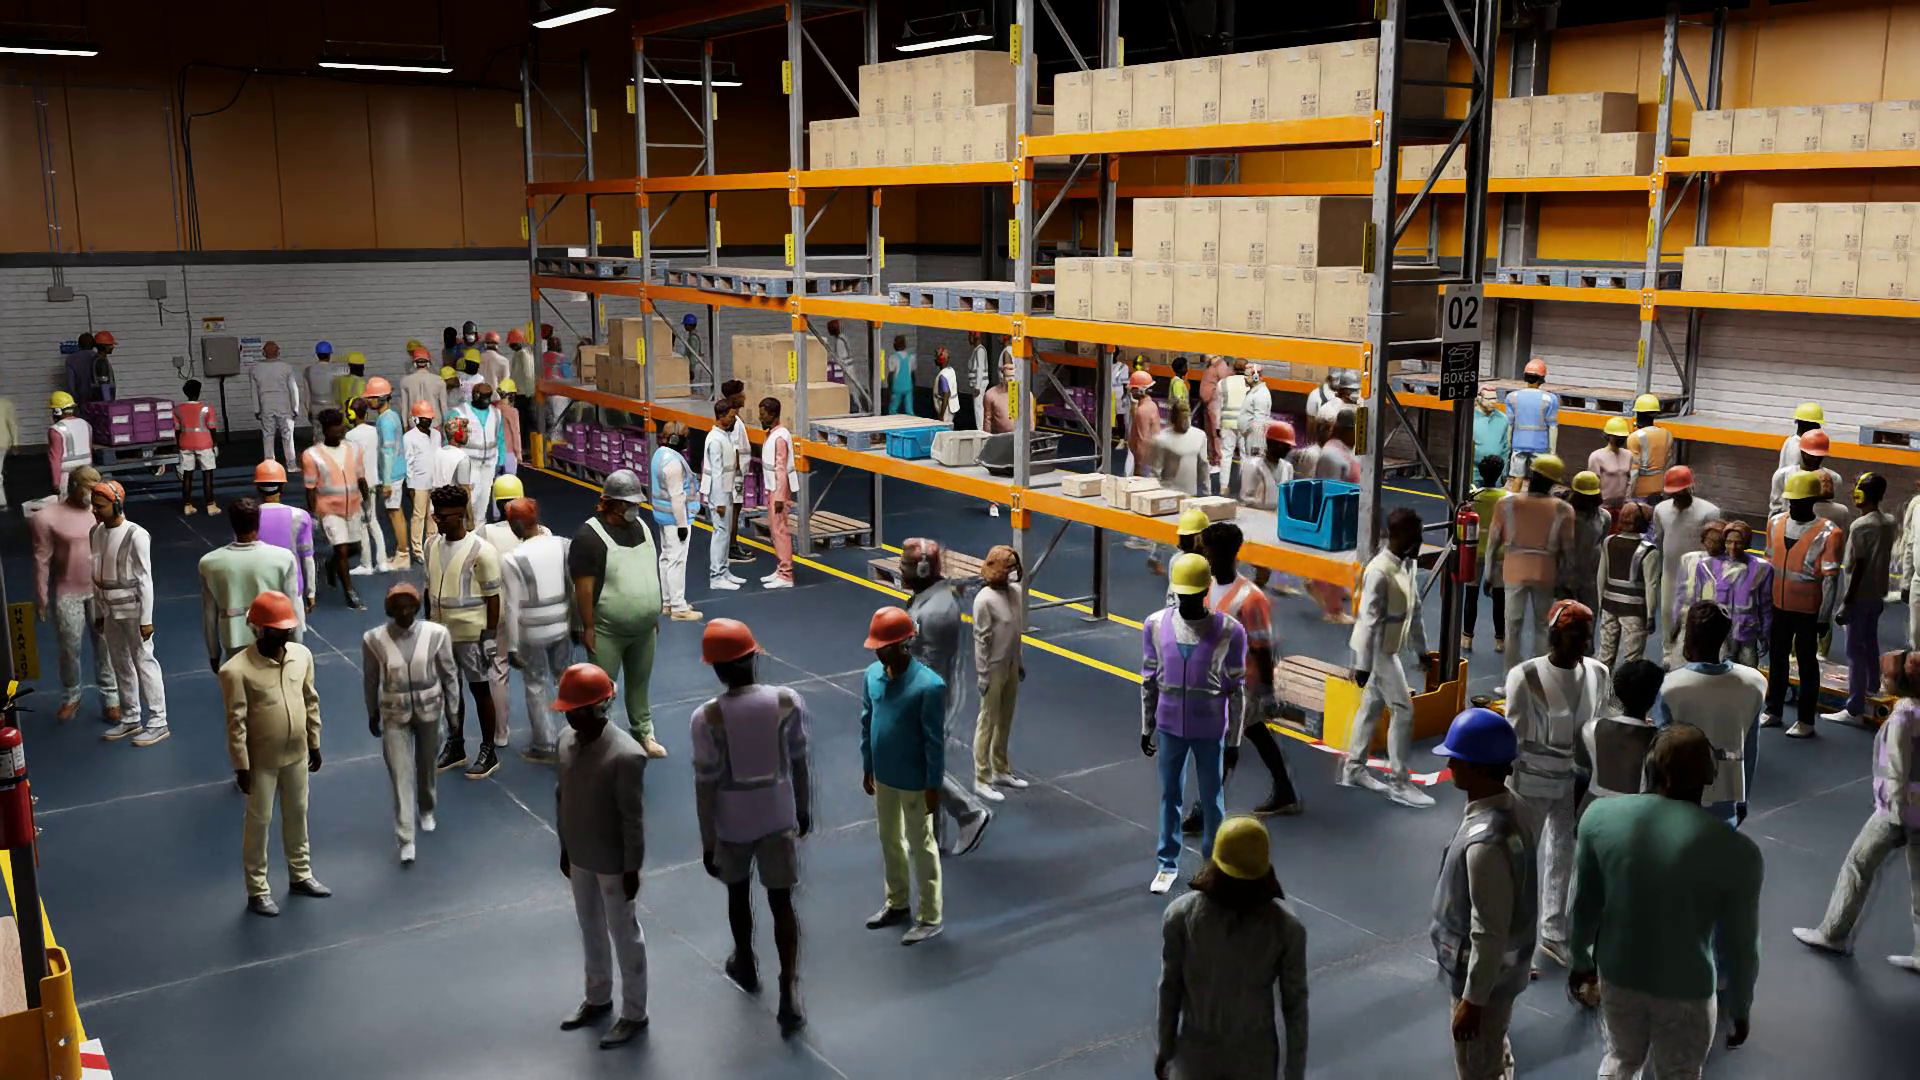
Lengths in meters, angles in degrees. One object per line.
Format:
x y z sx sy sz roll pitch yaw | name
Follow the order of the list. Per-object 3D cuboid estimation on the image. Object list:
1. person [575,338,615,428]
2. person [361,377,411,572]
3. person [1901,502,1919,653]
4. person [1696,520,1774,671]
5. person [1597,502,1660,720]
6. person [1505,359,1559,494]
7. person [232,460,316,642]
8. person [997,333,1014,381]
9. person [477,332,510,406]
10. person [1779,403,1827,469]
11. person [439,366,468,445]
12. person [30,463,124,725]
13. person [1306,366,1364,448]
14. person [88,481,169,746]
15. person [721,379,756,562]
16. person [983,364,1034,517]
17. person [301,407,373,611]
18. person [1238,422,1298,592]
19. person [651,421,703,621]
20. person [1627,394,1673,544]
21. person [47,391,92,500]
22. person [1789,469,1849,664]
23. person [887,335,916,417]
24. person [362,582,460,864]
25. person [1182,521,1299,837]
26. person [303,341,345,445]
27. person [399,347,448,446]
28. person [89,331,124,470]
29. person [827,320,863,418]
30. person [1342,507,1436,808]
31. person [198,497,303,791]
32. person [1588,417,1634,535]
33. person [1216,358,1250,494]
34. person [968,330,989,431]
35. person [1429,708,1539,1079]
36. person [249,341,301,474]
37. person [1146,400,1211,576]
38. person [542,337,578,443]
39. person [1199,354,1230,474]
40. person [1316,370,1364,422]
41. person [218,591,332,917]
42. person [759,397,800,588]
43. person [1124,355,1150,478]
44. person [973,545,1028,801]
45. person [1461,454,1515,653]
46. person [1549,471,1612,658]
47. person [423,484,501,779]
-6.340 -2.660 28.602 0.797 1.596 0.506 6 13 28 | person
-5.993 -0.684 17.381 0.406 2.034 0.608 -3 12 -17 | person
7.331 0.349 12.449 0.403 1.897 0.654 -4 12 -21 | person
5.316 0.666 11.500 0.524 1.631 0.318 5 12 24 | person
4.871 0.534 12.160 0.314 1.636 0.516 -5 12 -26 | person
6.644 -1.080 19.374 0.608 2.044 0.371 7 13 32 | person
-5.053 0.366 12.294 0.549 1.924 0.390 -5 12 -25 | person
0.810 -2.586 27.627 0.386 1.837 0.564 1 11 5 | person
-7.087 -2.158 25.112 0.642 1.951 0.745 0 11 2 | person
8.060 -0.365 16.017 0.384 1.922 0.594 5 12 25 | person
-6.721 -1.433 21.985 0.494 1.732 0.323 5 12 22 | person
-6.355 0.400 12.107 0.494 1.922 0.657 10 15 42 | person
4.580 -1.250 20.251 0.689 2.000 1.057 0 11 1 | person
-5.867 0.509 11.683 0.574 1.876 0.353 5 12 26 | person
-2.415 -0.746 17.860 0.366 1.966 0.607 -3 11 -14 | person
0.601 -1.218 20.473 0.639 1.899 0.397 -2 11 -9 | person
-5.924 -0.314 15.731 0.755 1.934 0.660 9 14 39 | person
2.722 -0.087 14.621 0.574 1.913 0.573 -7 13 -31 | person
-2.608 -0.181 15.306 0.429 1.840 0.624 -5 12 -22 | person
6.845 -0.497 16.688 0.592 1.925 0.385 -6 13 -29 | person
-9.620 -0.699 17.992 0.403 1.826 0.597 2 11 9 | person
7.025 0.231 13.715 0.498 1.634 0.279 0 11 -1 | person
-0.971 -2.403 26.806 0.528 1.783 0.951 -5 12 -24 | person
-3.198 1.029 9.728 0.521 1.586 0.874 -4 12 -21 | person
1.680 0.815 10.052 0.990 1.909 0.606 -3 11 -16 | person
-8.947 -1.836 23.514 0.611 1.939 0.415 0 11 1 | person
-7.026 -1.533 21.852 0.615 1.984 0.408 -3 11 -15 | person
-12.438 -2.028 24.260 0.409 2.035 0.612 -7 13 -33 | person
-2.211 -3.070 30.100 0.980 1.823 0.627 -1 11 -6 | person
2.802 0.725 10.525 0.790 1.887 0.614 6 13 30 | person
-4.543 0.680 10.718 0.591 1.911 0.386 -3 11 -14 | person
6.335 -0.322 16.205 0.533 1.767 0.326 -4 12 -21 | person
3.709 -1.504 22.121 0.621 1.829 0.433 3 11 15 | person
0.280 -2.543 27.294 0.371 1.878 0.588 -1 11 -4 | person
1.895 1.561 6.099 0.405 1.946 0.609 4 12 22 | person
-9.816 -1.896 23.887 0.648 1.912 0.409 -1 11 -7 | person
2.173 -0.490 16.786 0.627 1.887 1.055 -7 13 -33 | person
-6.367 -2.321 26.394 0.654 1.810 0.707 7 13 33 | person
3.640 -1.912 23.989 0.402 1.904 0.652 -2 11 -11 | person
4.244 -0.846 18.181 0.675 2.000 0.537 -5 12 -24 | person
-3.631 1.123 8.871 0.358 1.744 0.568 6 13 30 | person
-1.822 -0.482 16.672 0.401 1.908 0.597 -3 11 -15 | person
2.369 -1.530 22.130 0.310 1.868 0.533 4 12 20 | person
0.261 0.833 10.635 0.270 1.632 0.508 7 13 32 | person
4.469 0.119 14.126 0.535 1.697 0.322 3 12 17 | person
4.872 0.309 13.074 0.489 1.734 0.346 -1 11 -5 | person
-3.306 0.596 10.988 0.613 1.965 0.361 5 12 25 | person
